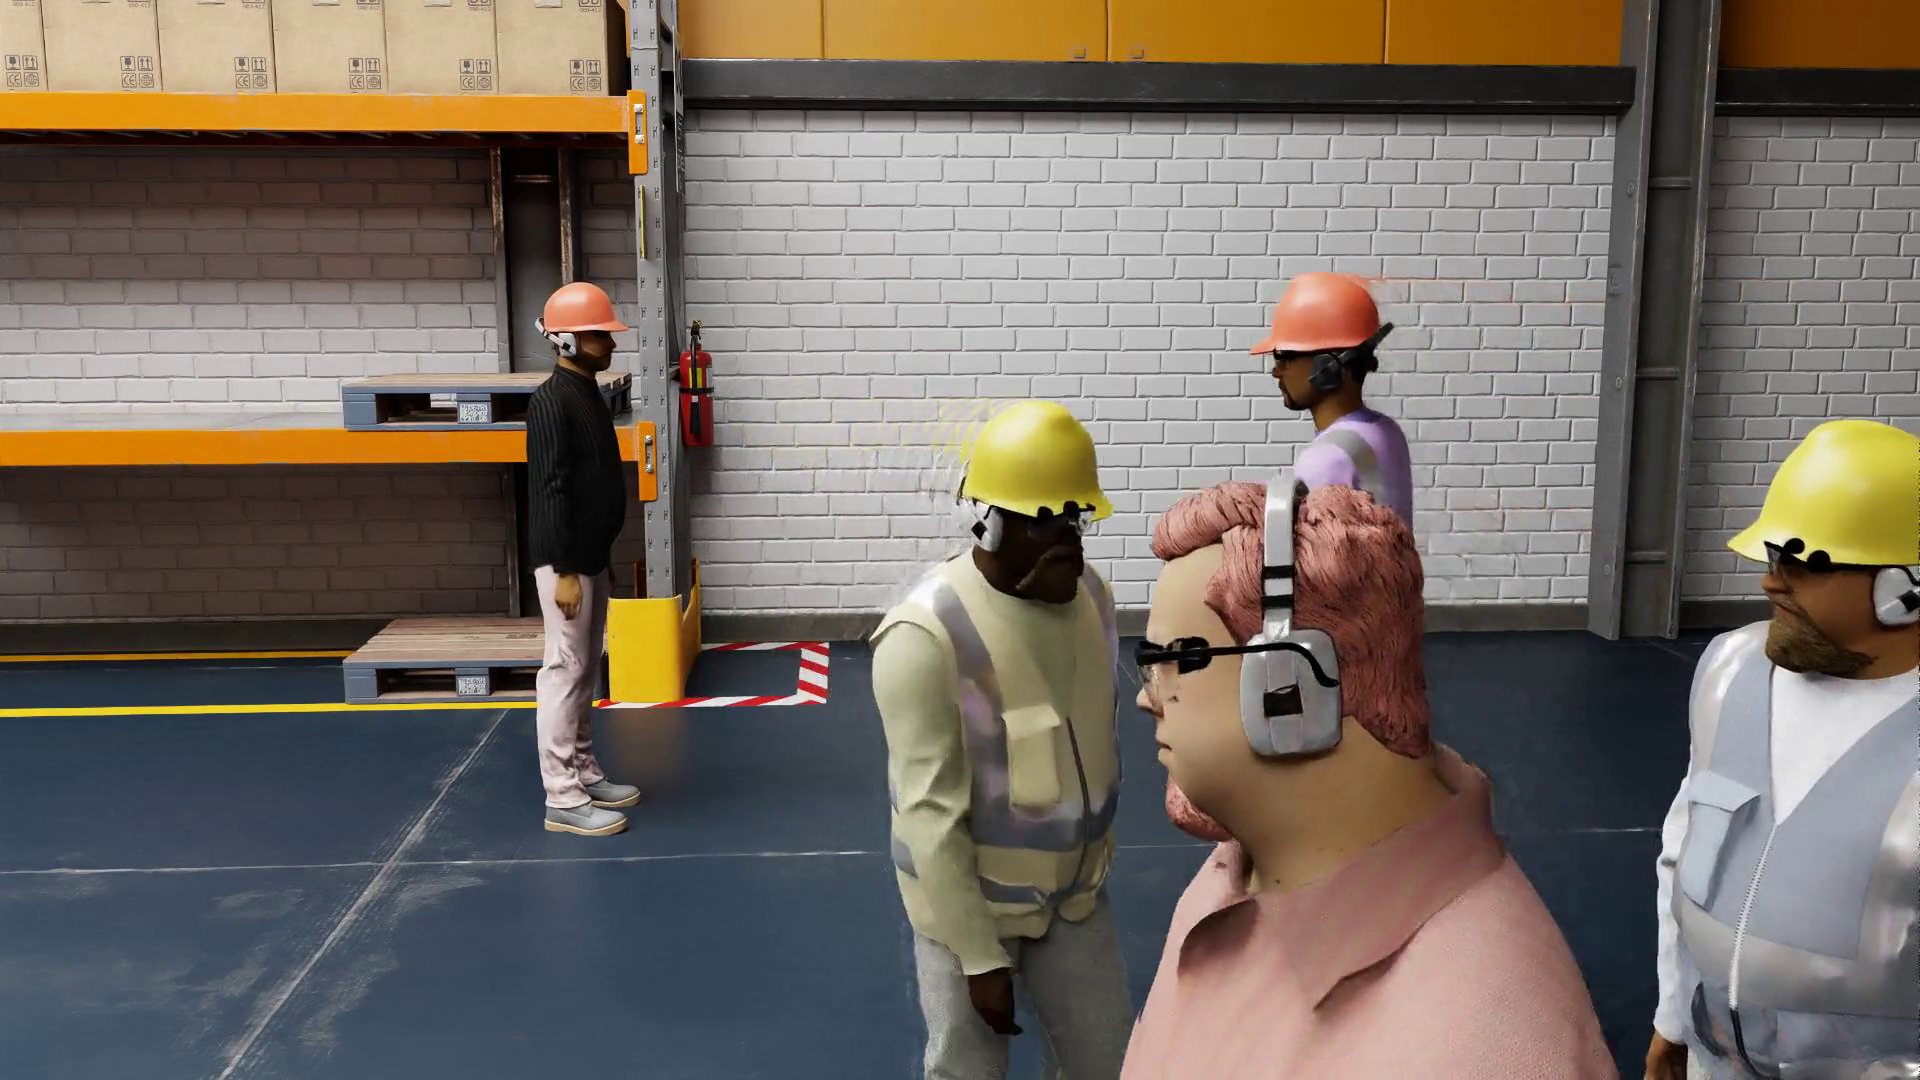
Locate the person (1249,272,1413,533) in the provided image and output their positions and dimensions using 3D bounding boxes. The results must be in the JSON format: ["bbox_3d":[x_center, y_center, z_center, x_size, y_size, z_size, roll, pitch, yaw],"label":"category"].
[{"bbox_3d":[0.855,0.352,4.190,0.623,2.023,0.652,4,10,25],"label":"person"}]

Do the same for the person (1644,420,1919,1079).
[{"bbox_3d":[1.229,0.742,2.368,0.404,1.828,0.591,-5,10,-27],"label":"person"}]

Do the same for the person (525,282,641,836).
[{"bbox_3d":[-1.385,0.063,6.106,0.389,1.996,0.612,0,9,2],"label":"person"}]

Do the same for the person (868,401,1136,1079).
[{"bbox_3d":[0.107,0.643,3.054,0.608,1.805,0.490,-8,12,-40],"label":"person"}]

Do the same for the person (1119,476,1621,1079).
[{"bbox_3d":[0.385,0.871,1.442,0.857,1.871,0.660,0,9,-2],"label":"person"}]
